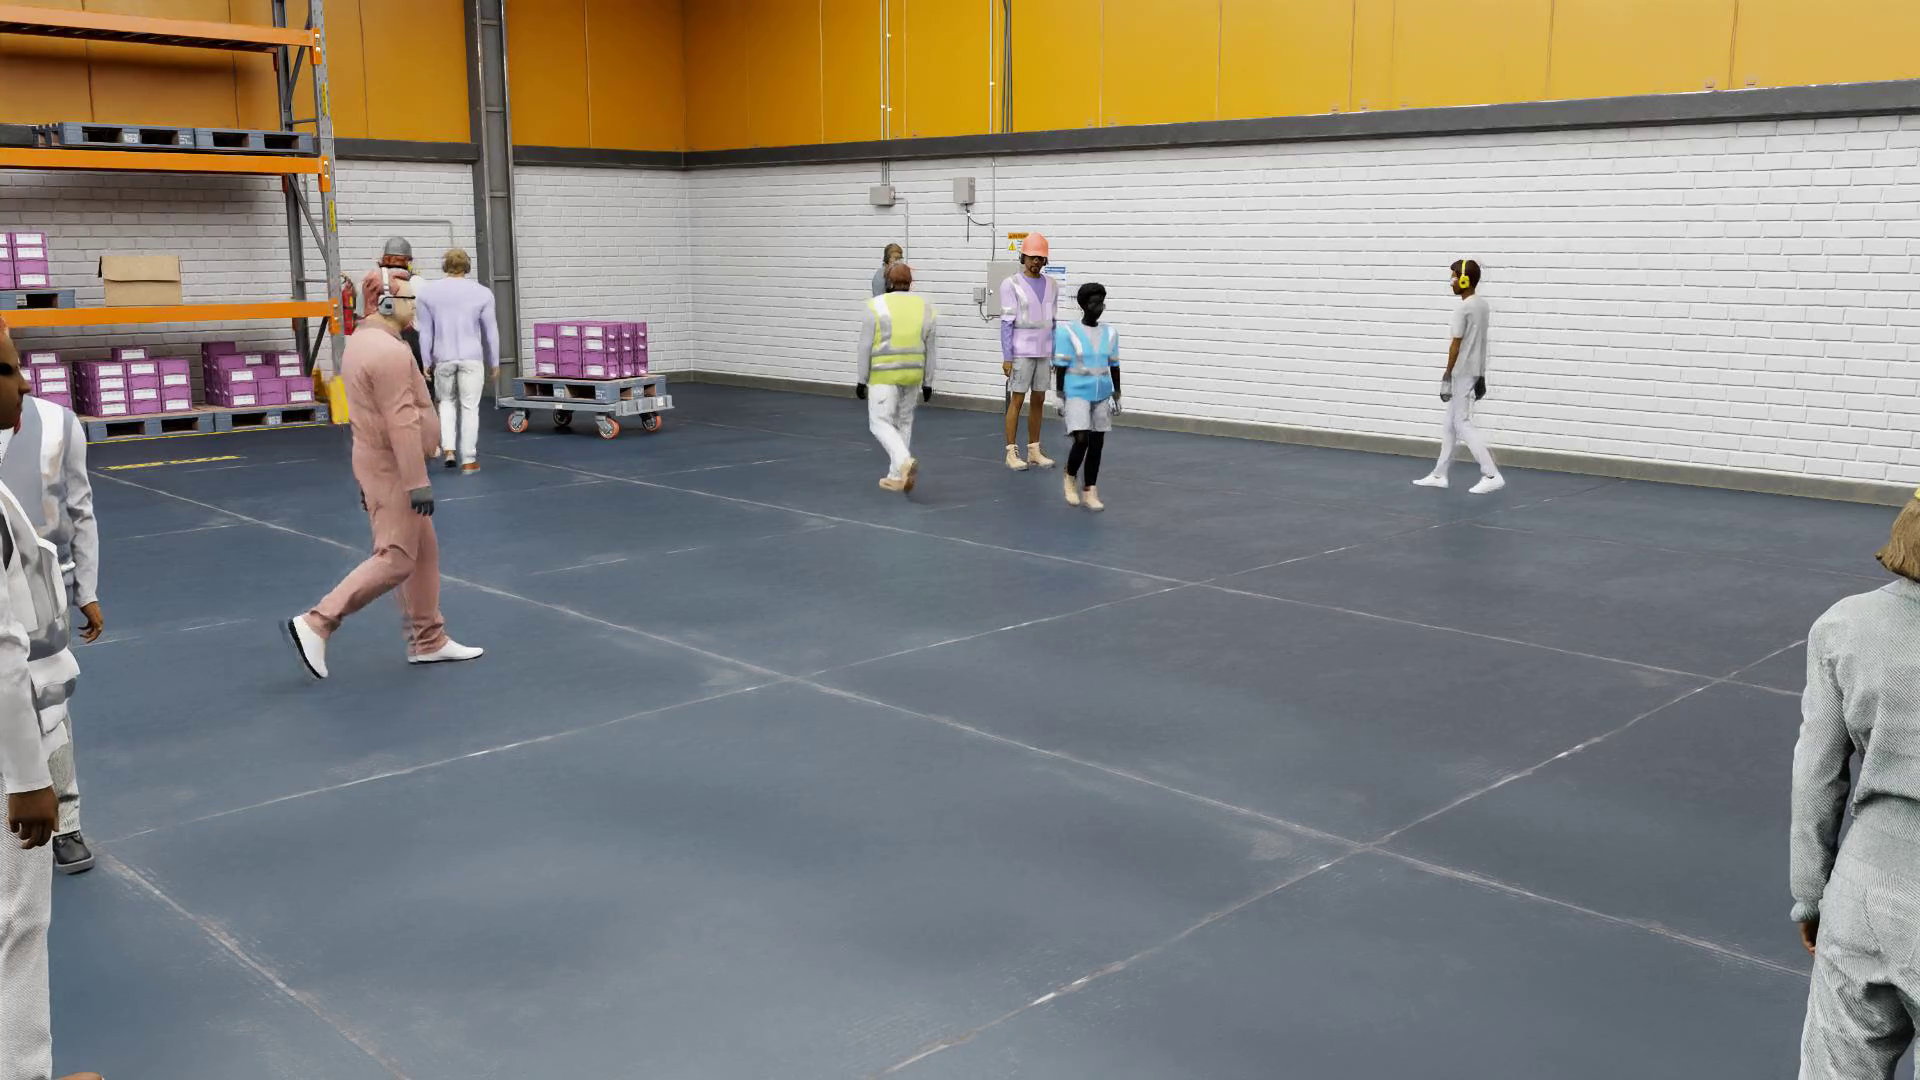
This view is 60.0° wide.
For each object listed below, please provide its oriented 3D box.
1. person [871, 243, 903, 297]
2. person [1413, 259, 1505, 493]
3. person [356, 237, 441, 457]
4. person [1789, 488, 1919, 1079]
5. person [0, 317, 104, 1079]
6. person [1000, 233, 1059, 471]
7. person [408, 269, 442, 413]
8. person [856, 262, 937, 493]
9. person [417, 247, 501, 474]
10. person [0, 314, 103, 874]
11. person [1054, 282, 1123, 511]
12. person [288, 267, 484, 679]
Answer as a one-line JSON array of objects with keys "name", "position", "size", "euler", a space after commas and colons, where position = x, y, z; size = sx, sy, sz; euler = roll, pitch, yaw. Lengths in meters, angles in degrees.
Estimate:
[{"name": "person", "position": [-0.789, -2.336, 18.575], "size": [0.355, 1.933, 0.633], "euler": [3, 11, 18]}, {"name": "person", "position": [3.990, -1.277, 13.132], "size": [0.816, 1.847, 0.537], "euler": [8, 13, 39]}, {"name": "person", "position": [-4.987, -1.711, 14.873], "size": [0.709, 2.000, 0.813], "euler": [0, 10, -1]}, {"name": "person", "position": [1.643, 0.654, 2.787], "size": [0.299, 1.743, 0.493], "euler": [-6, 12, -31]}, {"name": "person", "position": [-2.065, 0.441, 3.570], "size": [0.355, 1.883, 0.576], "euler": [-9, 14, -40]}, {"name": "person", "position": [0.632, -1.618, 14.373], "size": [0.615, 2.037, 0.390], "euler": [-8, 13, -36]}, {"name": "person", "position": [-5.476, -1.959, 16.779], "size": [0.579, 1.836, 0.736], "euler": [3, 11, 14]}, {"name": "person", "position": [-0.468, -1.251, 12.970], "size": [0.640, 1.824, 0.706], "euler": [-6, 12, -29]}, {"name": "person", "position": [-4.246, -1.522, 14.171], "size": [0.645, 1.922, 0.478], "euler": [-1, 10, -3]}, {"name": "person", "position": [-2.988, 0.172, 5.171], "size": [0.592, 1.832, 0.404], "euler": [-7, 13, -34]}, {"name": "person", "position": [0.945, -1.041, 12.162], "size": [0.546, 1.681, 0.370], "euler": [-5, 12, -26]}, {"name": "person", "position": [-2.671, -0.303, 7.638], "size": [0.797, 1.883, 0.655], "euler": [-5, 12, -25]}]
